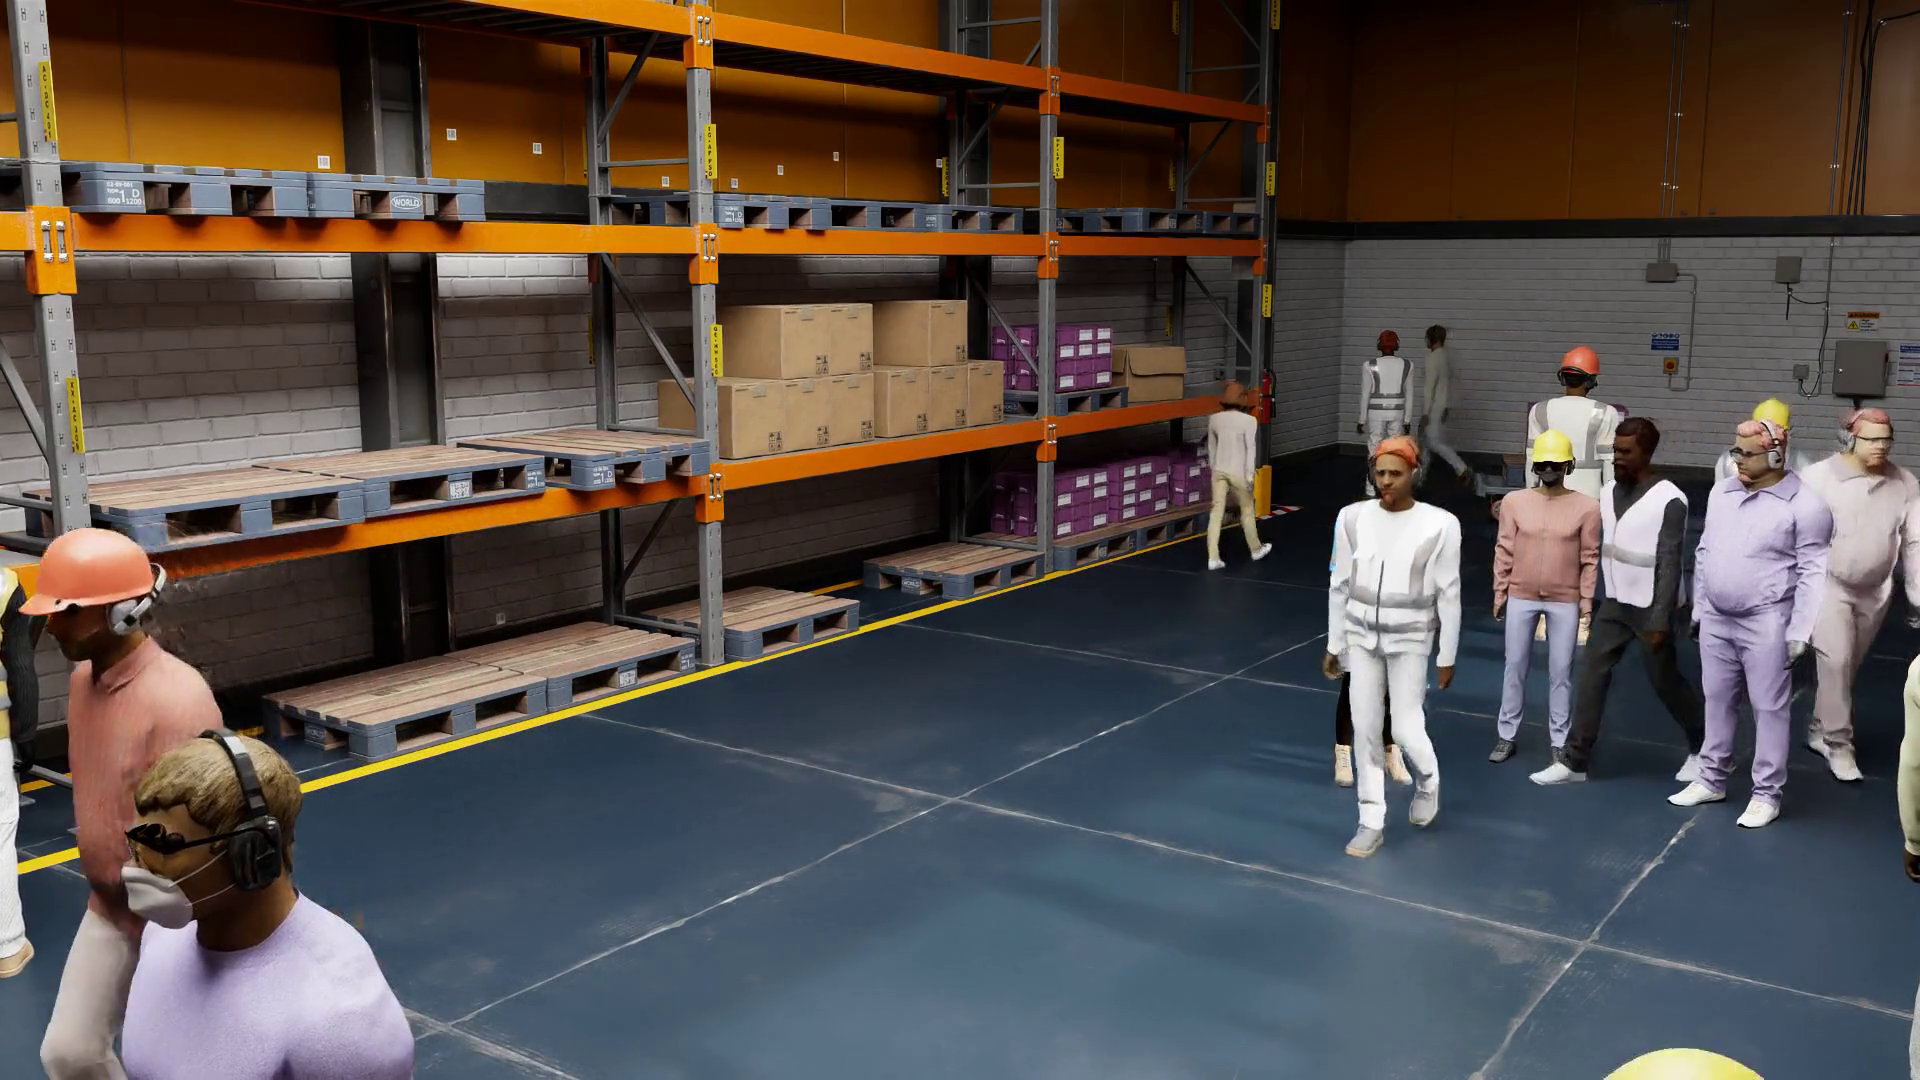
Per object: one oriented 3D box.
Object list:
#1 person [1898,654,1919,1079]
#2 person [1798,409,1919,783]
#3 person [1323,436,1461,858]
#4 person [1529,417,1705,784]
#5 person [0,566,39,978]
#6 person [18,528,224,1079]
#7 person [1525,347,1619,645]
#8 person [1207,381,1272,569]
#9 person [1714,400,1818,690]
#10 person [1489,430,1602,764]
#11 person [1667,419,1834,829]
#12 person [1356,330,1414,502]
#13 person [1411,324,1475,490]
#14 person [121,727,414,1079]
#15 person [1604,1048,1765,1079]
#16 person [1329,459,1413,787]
[{"bbox_3d":[3.070,0.910,4.871,0.403,1.823,0.586,-8,12,-39],"label":"person"},{"bbox_3d":[4.579,0.281,8.432,0.670,1.869,0.874,0,10,-1],"label":"person"},{"bbox_3d":[1.936,0.460,7.411,0.583,1.869,0.551,7,12,37],"label":"person"},{"bbox_3d":[3.426,0.312,8.302,1.002,1.875,0.609,-3,10,-16],"label":"person"},{"bbox_3d":[-3.685,0.711,6.041,0.619,1.836,0.431,-5,11,-26],"label":"person"},{"bbox_3d":[-2.089,0.949,4.206,0.636,1.972,0.645,6,11,32],"label":"person"},{"bbox_3d":[4.202,-0.302,11.428,0.615,2.042,0.372,7,12,34],"label":"person"},{"bbox_3d":[2.379,-0.567,14.318,0.530,1.587,0.831,8,13,40],"label":"person"},{"bbox_3d":[4.769,0.076,9.898,0.626,1.792,0.873,5,11,26],"label":"person"},{"bbox_3d":[3.028,0.308,8.624,0.522,1.769,0.310,4,10,24],"label":"person"},{"bbox_3d":[3.677,0.383,7.779,0.405,1.903,0.636,-5,11,-28],"label":"person"},{"bbox_3d":[4.588,-1.316,17.952,0.608,1.879,0.379,-1,10,-4],"label":"person"},{"bbox_3d":[5.475,-1.498,18.967,0.849,1.917,0.633,6,12,34],"label":"person"},{"bbox_3d":[-1.083,1.234,2.597,0.631,1.940,0.372,7,12,36],"label":"person"},{"bbox_3d":[0.605,1.422,1.561,0.606,1.901,0.537,9,13,44],"label":"person"},{"bbox_3d":[2.104,0.396,8.303,0.540,1.695,0.317,-1,10,-5],"label":"person"}]
